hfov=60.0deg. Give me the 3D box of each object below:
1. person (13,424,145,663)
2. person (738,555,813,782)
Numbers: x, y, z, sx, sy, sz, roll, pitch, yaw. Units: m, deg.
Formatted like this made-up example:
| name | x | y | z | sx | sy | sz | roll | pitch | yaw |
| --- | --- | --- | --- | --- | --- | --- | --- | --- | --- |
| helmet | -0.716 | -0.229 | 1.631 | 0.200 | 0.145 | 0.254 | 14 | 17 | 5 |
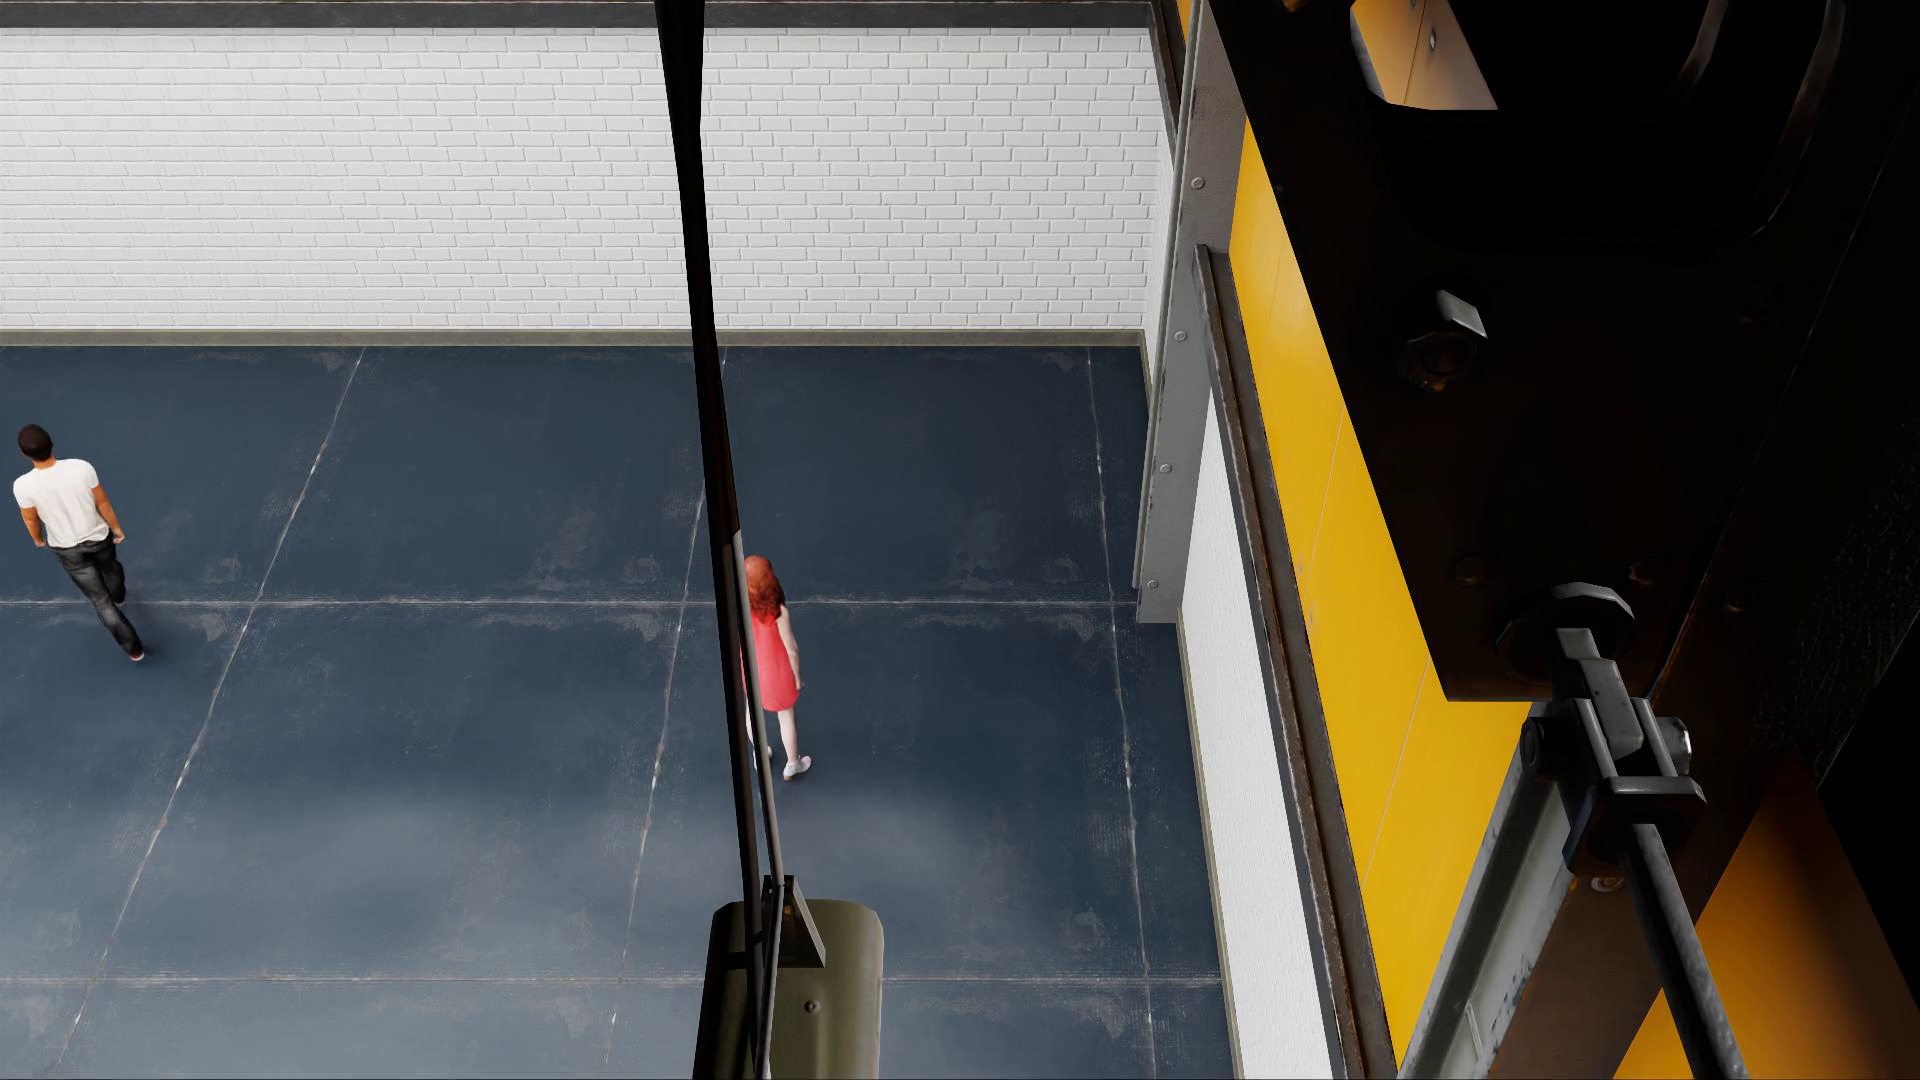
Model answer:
| name | x | y | z | sx | sy | sz | roll | pitch | yaw |
| --- | --- | --- | --- | --- | --- | --- | --- | --- | --- |
| person | -5.678 | 0.055 | 10.781 | 1.096 | 1.759 | 1.217 | -29 | 51 | -27 |
| person | -1.163 | 0.789 | 9.961 | 0.655 | 1.827 | 0.631 | 15 | 46 | 15 |
